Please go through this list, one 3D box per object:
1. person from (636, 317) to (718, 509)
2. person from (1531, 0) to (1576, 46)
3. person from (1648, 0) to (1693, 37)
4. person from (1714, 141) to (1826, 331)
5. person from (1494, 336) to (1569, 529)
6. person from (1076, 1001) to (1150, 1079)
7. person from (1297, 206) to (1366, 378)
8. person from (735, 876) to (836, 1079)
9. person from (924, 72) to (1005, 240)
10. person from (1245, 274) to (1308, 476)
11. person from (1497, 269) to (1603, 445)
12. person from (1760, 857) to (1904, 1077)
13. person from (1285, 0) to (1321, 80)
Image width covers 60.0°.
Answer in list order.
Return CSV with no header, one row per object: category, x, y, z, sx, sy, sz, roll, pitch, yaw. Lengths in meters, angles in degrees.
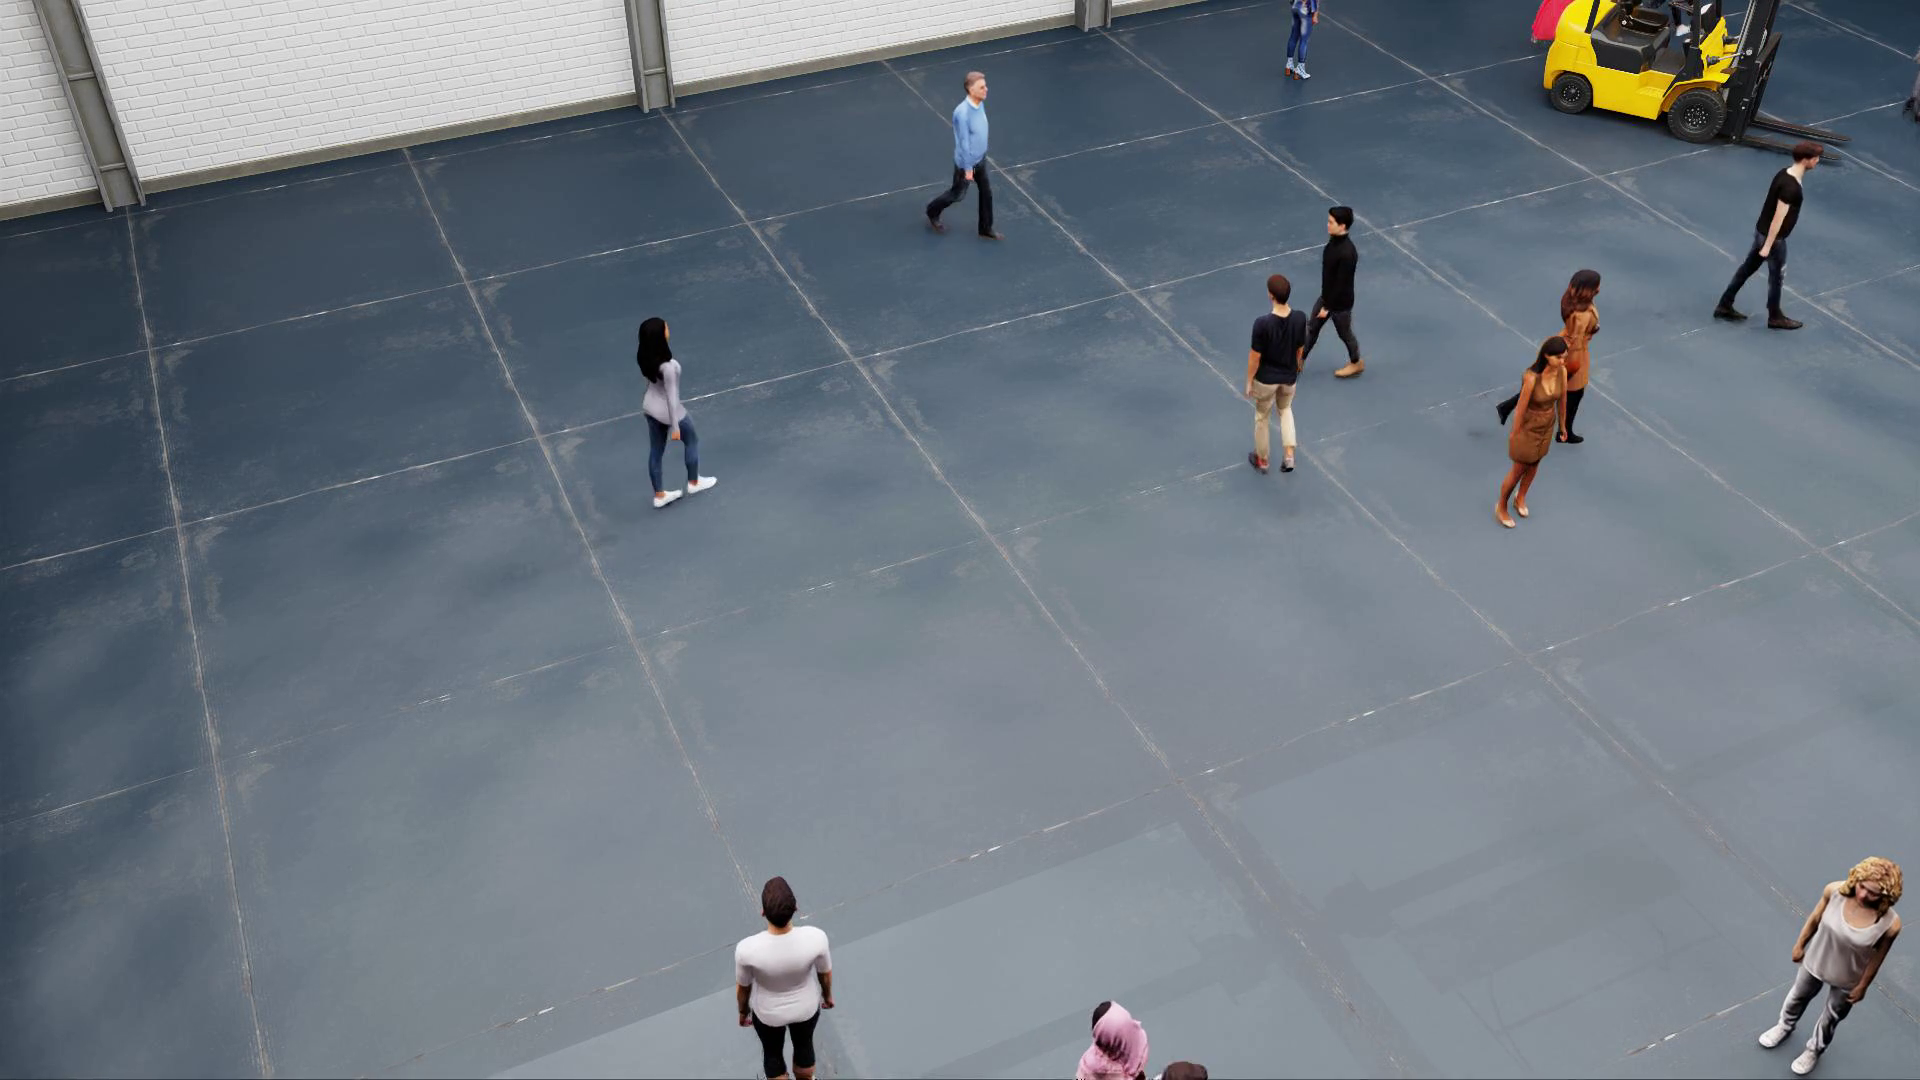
person,-2.459,-0.977,13.394,0.789,1.717,0.902,32,48,34
person,7.776,-6.944,20.889,0.979,1.687,1.118,24,45,27
person,9.002,-7.141,21.171,1.237,1.643,0.882,-4,39,-6
person,7.531,-2.873,15.645,1.145,1.871,1.065,11,40,13
person,4.597,-0.929,13.363,0.548,1.681,0.663,-16,41,-19
person,0.797,2.918,8.581,0.833,1.637,0.674,29,47,32
person,3.460,-2.182,14.929,1.137,1.685,0.826,-7,39,-9
person,-0.925,2.507,8.929,0.638,1.845,0.798,-10,40,-12
person,0.022,-3.918,17.019,1.098,1.790,1.141,20,43,24
person,2.638,-1.289,13.686,0.777,1.840,0.792,-6,39,-8
person,5.075,-1.543,14.113,1.144,1.703,0.967,2,39,3
person,4.906,2.350,9.265,0.627,1.671,0.635,-28,46,-30
person,4.204,-6.458,20.339,0.551,1.614,0.606,-18,42,-22
